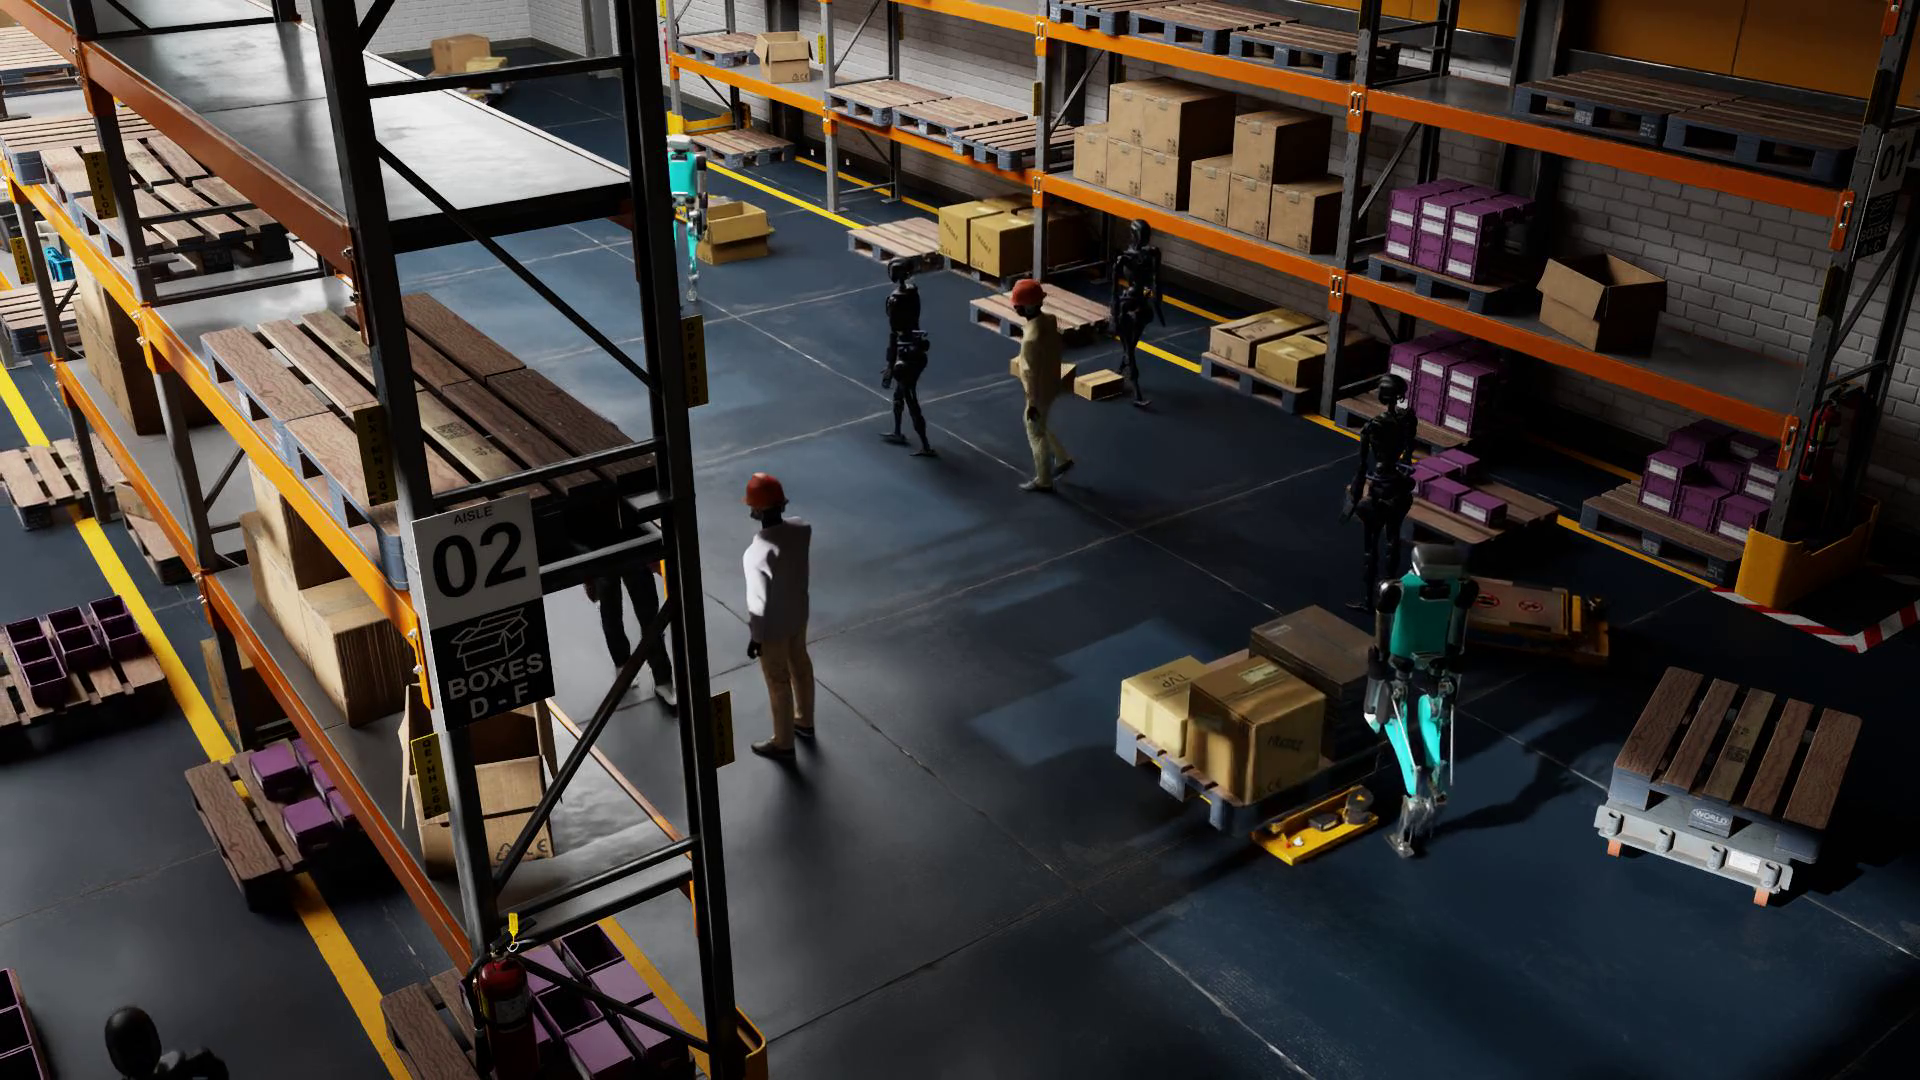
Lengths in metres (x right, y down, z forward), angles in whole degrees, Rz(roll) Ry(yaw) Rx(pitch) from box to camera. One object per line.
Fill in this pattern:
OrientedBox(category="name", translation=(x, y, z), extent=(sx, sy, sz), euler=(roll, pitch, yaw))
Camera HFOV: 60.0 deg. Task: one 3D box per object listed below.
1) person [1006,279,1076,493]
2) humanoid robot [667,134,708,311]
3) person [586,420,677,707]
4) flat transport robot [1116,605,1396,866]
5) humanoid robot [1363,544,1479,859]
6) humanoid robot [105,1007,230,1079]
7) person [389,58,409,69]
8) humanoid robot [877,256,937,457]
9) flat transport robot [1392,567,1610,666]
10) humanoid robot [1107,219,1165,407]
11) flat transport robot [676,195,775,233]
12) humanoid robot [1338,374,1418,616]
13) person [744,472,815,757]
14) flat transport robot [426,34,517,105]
OrientedBox(category="person", translation=(0.591, -1.163, 12.675), extent=(0.484, 1.723, 0.578), euler=(8, 28, 15))
OrientedBox(category="humanoid robot", translation=(-2.775, -3.067, 16.521), extent=(0.544, 1.776, 1.030), euler=(-1, 27, -2))
OrientedBox(category="person", translation=(-2.005, 0.165, 9.929), extent=(0.530, 1.815, 0.814), euler=(-14, 30, -25))
OrientedBox(category="flat transport robot", translation=(1.613, 1.304, 9.393), extent=(0.659, 0.231, 1.431), euler=(-17, 31, -30))
OrientedBox(category="humanoid robot", translation=(2.391, 0.954, 8.526), extent=(0.545, 1.867, 0.693), euler=(-5, 27, -10))
OrientedBox(category="humanoid robot", translation=(-2.798, 2.304, 5.900), extent=(0.612, 1.635, 0.784), euler=(-24, 35, -39))
OrientedBox(category="person", translation=(-6.303, -4.586, 19.267), extent=(0.876, 1.928, 0.627), euler=(3, 27, 7))
OrientedBox(category="humanoid robot", translation=(-0.455, -1.479, 13.374), extent=(0.596, 1.639, 0.583), euler=(9, 28, 18))
OrientedBox(category="flat transport robot", translation=(3.528, 0.499, 10.994), extent=(1.431, 0.231, 0.659), euler=(8, 28, 16))
OrientedBox(category="humanoid robot", translation=(1.539, -1.985, 14.409), extent=(0.591, 1.623, 0.756), euler=(-18, 32, -32))
OrientedBox(category="flat transport robot", translation=(-2.825, -3.787, 19.520), extent=(0.659, 0.231, 1.431), euler=(-18, 32, -32))
OrientedBox(category="humanoid robot", translation=(2.794, -0.309, 11.018), extent=(0.599, 1.657, 0.315), euler=(-18, 32, -32))
OrientedBox(category="person", translation=(-1.053, 0.429, 9.484), extent=(0.336, 1.747, 0.563), euler=(14, 30, 25))
OrientedBox(category="flat transport robot", translation=(-7.529, -6.861, 25.634), extent=(0.659, 0.231, 1.431), euler=(0, 27, 0))
